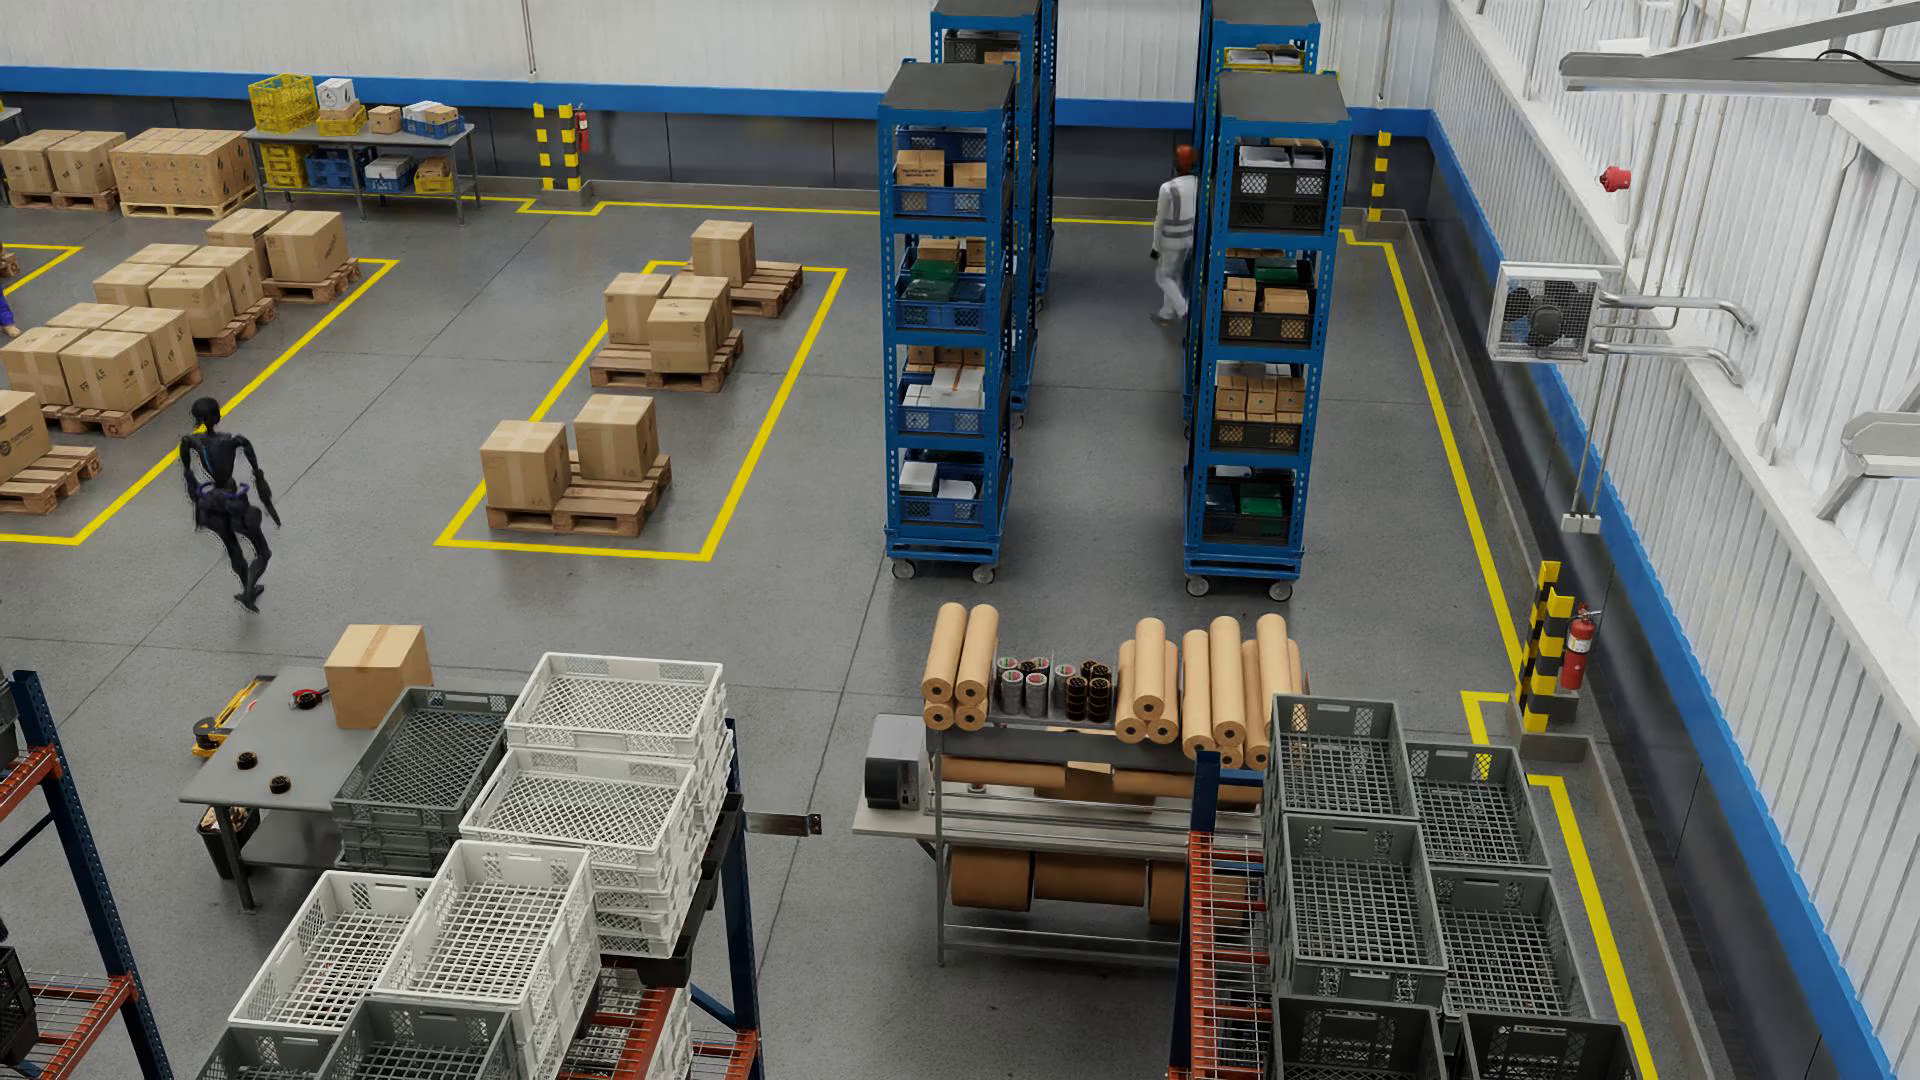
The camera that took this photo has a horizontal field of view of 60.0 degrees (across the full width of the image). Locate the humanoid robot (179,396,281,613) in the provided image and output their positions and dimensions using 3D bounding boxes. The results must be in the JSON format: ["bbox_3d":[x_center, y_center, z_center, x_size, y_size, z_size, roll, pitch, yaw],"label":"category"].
[{"bbox_3d":[-5.124,-0.226,11.666,0.595,1.654,0.463,3,30,5],"label":"humanoid robot"}]

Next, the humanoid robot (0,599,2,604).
[{"bbox_3d":[-7.208,-0.231,11.659,0.599,1.654,0.325,3,30,6],"label":"humanoid robot"}]

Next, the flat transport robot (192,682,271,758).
[{"bbox_3d":[-4.089,1.163,10.648,1.431,0.197,0.652,3,30,6],"label":"flat transport robot"}]

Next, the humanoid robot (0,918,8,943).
[{"bbox_3d":[-5.020,1.807,8.154,0.599,1.657,0.325,3,30,6],"label":"humanoid robot"}]

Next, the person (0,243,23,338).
[{"bbox_3d":[-9.443,-2.831,15.776,0.537,2.000,0.681,25,39,36],"label":"person"}]

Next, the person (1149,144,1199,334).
[{"bbox_3d":[2.131,-2.879,16.035,0.586,1.865,0.674,-20,36,-30],"label":"person"}]
